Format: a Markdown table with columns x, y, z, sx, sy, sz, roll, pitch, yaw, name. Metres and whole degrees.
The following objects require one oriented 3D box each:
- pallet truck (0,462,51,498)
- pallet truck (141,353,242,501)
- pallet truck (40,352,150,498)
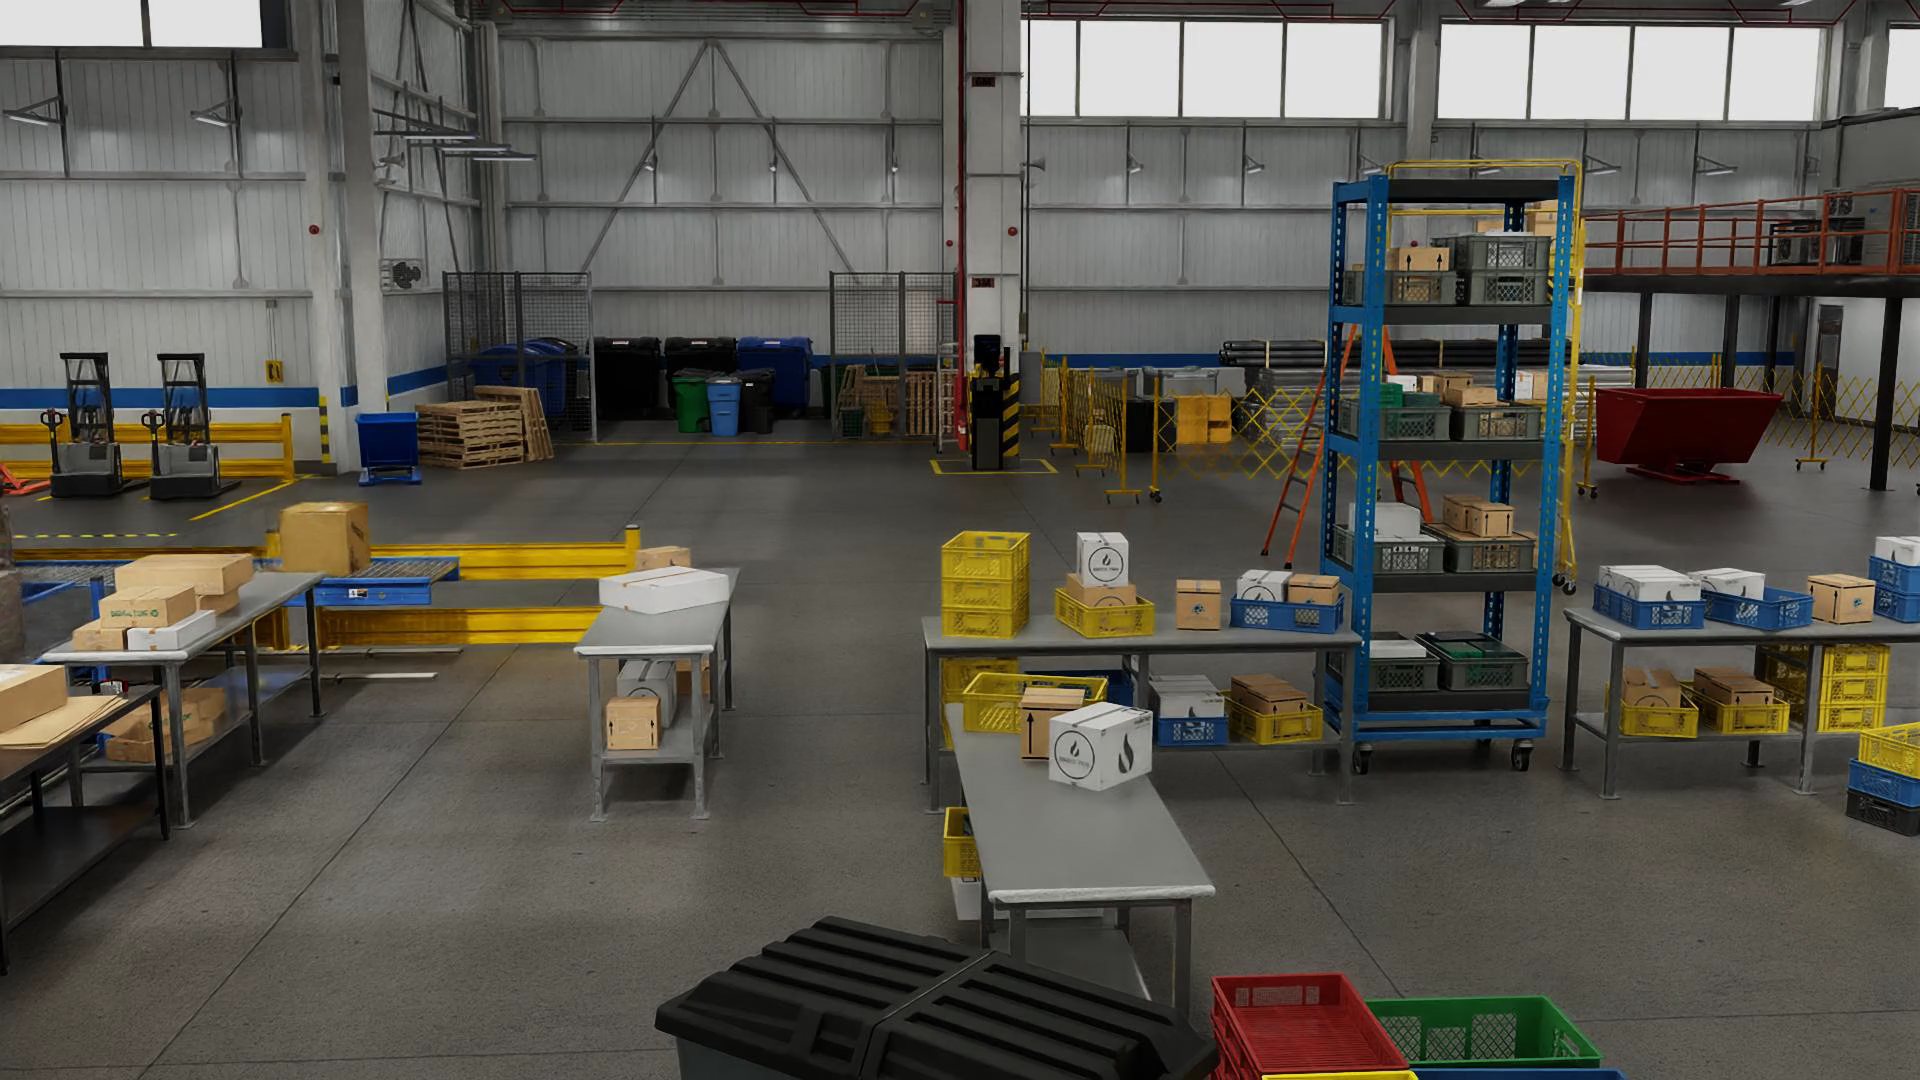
| x | y | z | sx | sy | sz | roll | pitch | yaw | name |
| --- | --- | --- | --- | --- | --- | --- | --- | --- | --- |
| -13.193 | -1.293 | 23.148 | 0.653 | 1.274 | 1.630 | -1 | 9 | -4 | pallet truck |
| -10.520 | -1.604 | 22.925 | 0.823 | 1.965 | 1.885 | -1 | 9 | -6 | pallet truck |
| -11.907 | -1.642 | 23.165 | 0.823 | 1.965 | 1.885 | 0 | 9 | 0 | pallet truck |
